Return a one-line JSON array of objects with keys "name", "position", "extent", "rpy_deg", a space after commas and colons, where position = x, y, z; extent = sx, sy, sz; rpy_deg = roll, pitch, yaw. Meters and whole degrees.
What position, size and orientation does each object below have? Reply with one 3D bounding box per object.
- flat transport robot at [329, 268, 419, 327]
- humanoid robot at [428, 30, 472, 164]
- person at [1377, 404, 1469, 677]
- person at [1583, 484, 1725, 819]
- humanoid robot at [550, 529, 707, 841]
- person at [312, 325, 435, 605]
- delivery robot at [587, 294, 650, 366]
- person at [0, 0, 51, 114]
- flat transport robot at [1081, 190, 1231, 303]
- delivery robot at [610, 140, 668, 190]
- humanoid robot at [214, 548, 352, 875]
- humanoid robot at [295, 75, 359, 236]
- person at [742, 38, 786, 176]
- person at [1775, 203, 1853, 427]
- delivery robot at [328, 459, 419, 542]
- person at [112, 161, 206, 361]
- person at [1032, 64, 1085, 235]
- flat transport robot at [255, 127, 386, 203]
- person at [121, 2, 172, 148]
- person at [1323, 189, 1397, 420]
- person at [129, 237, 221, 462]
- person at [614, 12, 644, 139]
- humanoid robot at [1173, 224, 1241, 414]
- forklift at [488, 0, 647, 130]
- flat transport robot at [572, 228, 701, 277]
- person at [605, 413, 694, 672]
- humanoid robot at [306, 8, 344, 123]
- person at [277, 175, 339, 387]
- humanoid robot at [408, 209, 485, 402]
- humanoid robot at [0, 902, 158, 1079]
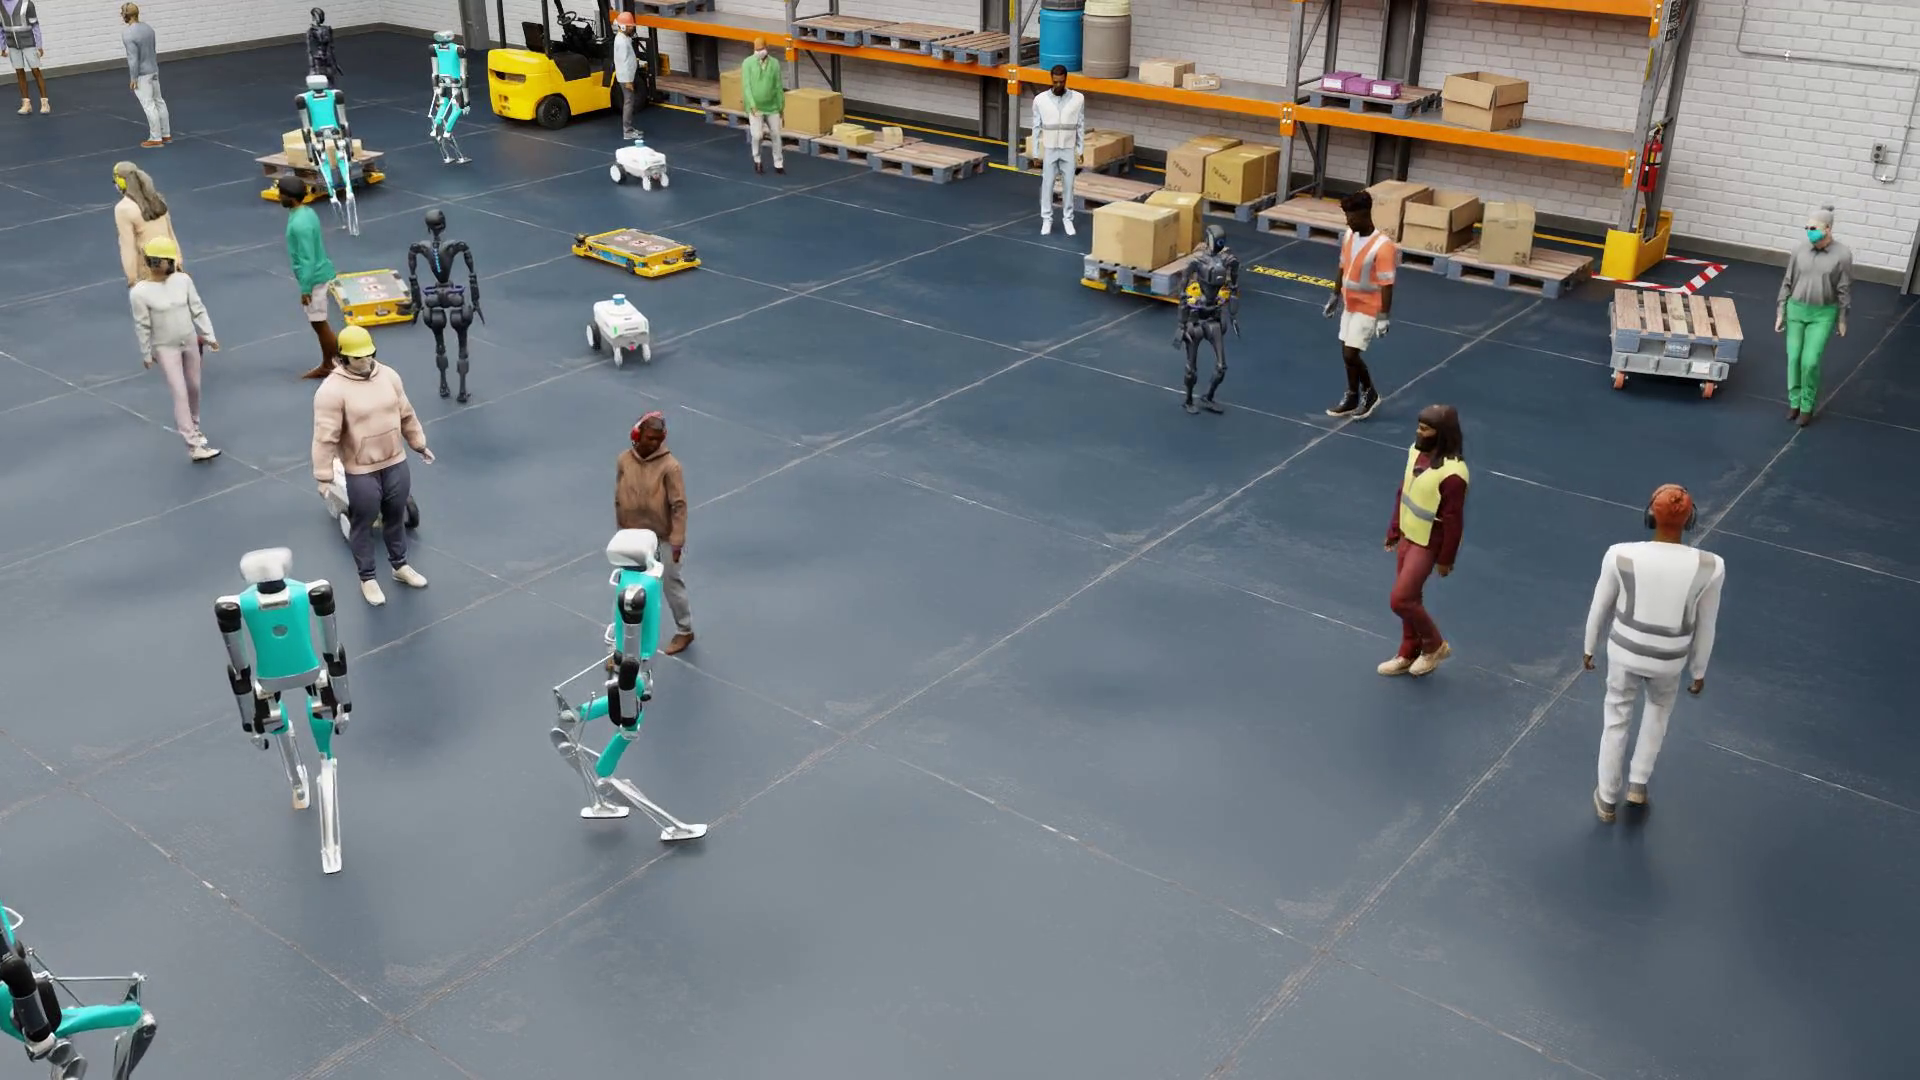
[{"name": "flat transport robot", "position": [-5.869, -2.430, 16.603], "extent": [0.659, 0.231, 1.431], "rpy_deg": [-12, 28, -23]}, {"name": "humanoid robot", "position": [-6.687, -5.698, 21.531], "extent": [0.533, 1.675, 0.735], "rpy_deg": [8, 27, 15]}, {"name": "person", "position": [2.711, 0.022, 9.814], "extent": [0.439, 1.754, 0.477], "rpy_deg": [-5, 26, -10]}, {"name": "person", "position": [3.512, 0.577, 8.538], "extent": [0.598, 1.863, 0.452], "rpy_deg": [9, 27, 17]}, {"name": "humanoid robot", "position": [-1.761, 0.764, 8.319], "extent": [0.918, 1.767, 0.545], "rpy_deg": [0, 26, 0]}, {"name": "person", "position": [-3.818, -0.511, 10.791], "extent": [0.418, 1.864, 0.819], "rpy_deg": [20, 32, 35]}, {"name": "delivery robot", "position": [-3.117, -1.966, 15.304], "extent": [0.499, 0.586, 0.783], "rpy_deg": [-12, 28, -24]}, {"name": "person", "position": [-14.056, -7.410, 24.881], "extent": [0.613, 2.042, 0.370], "rpy_deg": [-3, 26, -7]}, {"name": "flat transport robot", "position": [2.015, -2.640, 17.039], "extent": [1.431, 0.231, 0.659], "rpy_deg": [18, 31, 33]}, {"name": "delivery robot", "position": [-4.063, -4.775, 21.136], "extent": [0.499, 0.598, 0.789], "rpy_deg": [-23, 34, -39]}, {"name": "humanoid robot", "position": [-3.372, 0.727, 8.406], "extent": [0.530, 1.768, 0.980], "rpy_deg": [-11, 28, -21]}, {"name": "humanoid robot", "position": [-7.078, -4.271, 18.853], "extent": [0.537, 1.869, 0.779], "rpy_deg": [-14, 29, -27]}, {"name": "person", "position": [-2.500, -5.544, 21.329], "extent": [0.549, 1.760, 0.450], "rpy_deg": [-7, 27, -15]}, {"name": "person", "position": [6.916, -1.827, 13.573], "extent": [0.535, 1.822, 0.599], "rpy_deg": [22, 33, 38]}, {"name": "delivery robot", "position": [-4.285, -0.345, 11.945], "extent": [0.499, 0.585, 0.772], "rpy_deg": [-21, 33, -36]}, {"name": "person", "position": [-7.113, -2.427, 14.790], "extent": [0.700, 1.851, 0.582], "rpy_deg": [8, 27, 17]}, {"name": "person", "position": [1.109, -4.423, 18.851], "extent": [0.598, 1.909, 0.400], "rpy_deg": [-2, 26, -4]}, {"name": "flat transport robot", "position": [-7.996, -4.503, 20.895], "extent": [0.659, 0.231, 1.431], "rpy_deg": [12, 28, 24]}, {"name": "person", "position": [-11.240, -6.401, 22.909], "extent": [0.373, 1.939, 0.628], "rpy_deg": [2, 26, 4]}, {"name": "person", "position": [3.255, -1.903, 13.582], "extent": [0.437, 1.941, 0.649], "rpy_deg": [-8, 27, -15]}, {"name": "person", "position": [-6.061, -1.492, 12.994], "extent": [0.717, 1.719, 0.536], "rpy_deg": [14, 29, 27]}, {"name": "person", "position": [-4.667, -6.537, 23.420], "extent": [0.350, 1.737, 0.572], "rpy_deg": [-5, 26, -9]}, {"name": "humanoid robot", "position": [2.031, -1.821, 13.722], "extent": [0.598, 1.637, 0.382], "rpy_deg": [-11, 28, -21]}, {"name": "forklift", "position": [-5.874, -7.334, 24.552], "extent": [1.214, 2.155, 2.313], "rpy_deg": [19, 32, 34]}, {"name": "flat transport robot", "position": [-3.524, -3.131, 18.055], "extent": [1.431, 0.231, 0.659], "rpy_deg": [22, 33, 38]}, {"name": "person", "position": [-1.897, 0.026, 9.964], "extent": [0.514, 1.610, 0.643], "rpy_deg": [6, 26, 12]}, {"name": "humanoid robot", "position": [-9.300, -6.926, 24.291], "extent": [0.358, 1.639, 0.615], "rpy_deg": [10, 27, 19]}, {"name": "person", "position": [-5.624, -2.232, 14.403], "extent": [0.430, 1.863, 0.496], "rpy_deg": [-7, 27, -15]}, {"name": "humanoid robot", "position": [-4.352, -1.992, 14.080], "extent": [0.602, 1.653, 0.404], "rpy_deg": [-3, 26, -6]}, {"name": "humanoid robot", "position": [-3.494, 1.699, 6.392], "extent": [0.541, 1.805, 0.809], "rpy_deg": [17, 31, 31]}]
